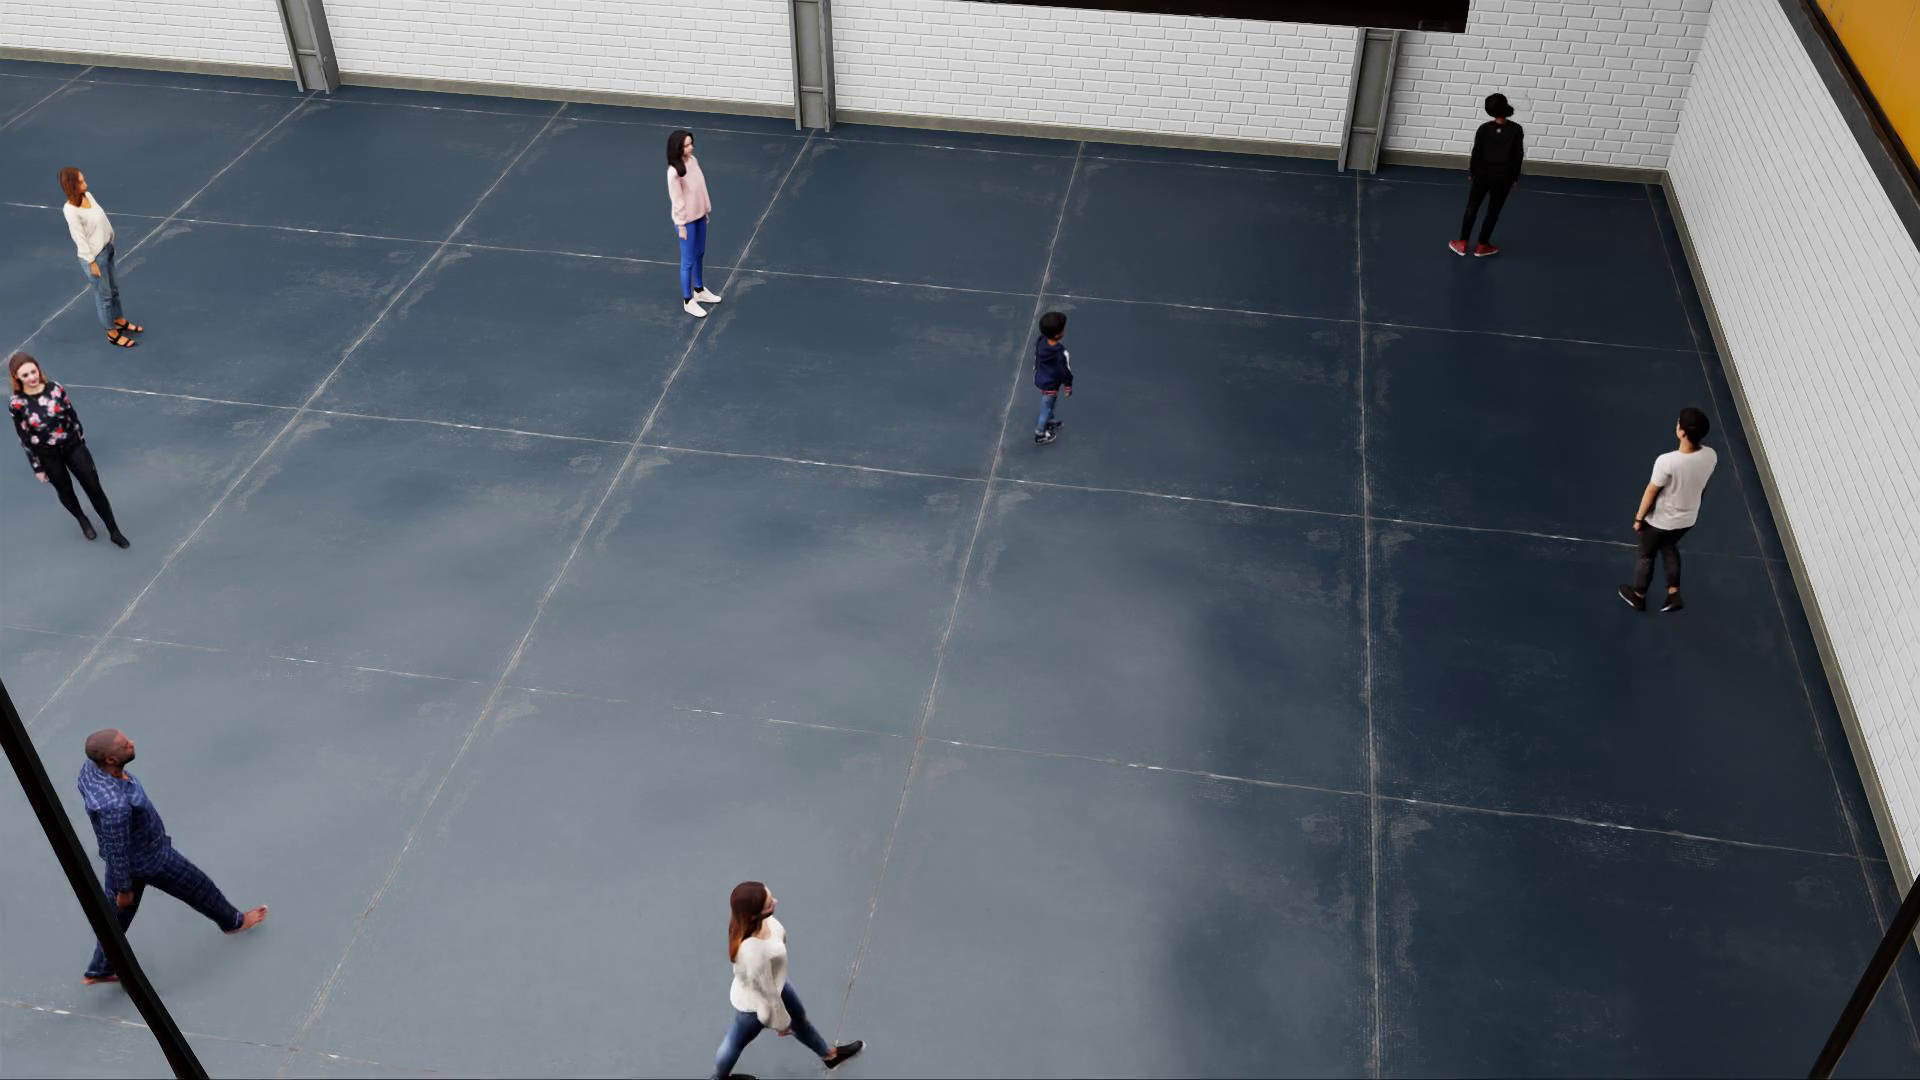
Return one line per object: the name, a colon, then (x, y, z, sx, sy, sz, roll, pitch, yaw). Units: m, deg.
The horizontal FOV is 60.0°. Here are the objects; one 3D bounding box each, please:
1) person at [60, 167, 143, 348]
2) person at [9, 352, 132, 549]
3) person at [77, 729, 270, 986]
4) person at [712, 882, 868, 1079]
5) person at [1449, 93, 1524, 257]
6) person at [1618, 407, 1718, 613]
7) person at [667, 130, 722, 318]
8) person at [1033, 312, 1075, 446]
person: (-7.638, -2.518, 14.702, 0.618, 1.680, 0.672, -2, 39, -3)
person: (-6.770, -0.697, 12.434, 0.862, 1.665, 0.944, -28, 46, -31)
person: (-4.662, 1.812, 9.217, 1.274, 1.759, 1.260, -25, 45, -28)
person: (-1.124, 2.369, 8.608, 1.163, 1.648, 0.860, -4, 39, -5)
person: (5.132, -3.471, 15.921, 0.627, 1.647, 0.794, 30, 47, 32)
person: (5.043, -0.144, 11.706, 0.830, 1.709, 0.864, -8, 39, -10)
person: (-2.458, -2.901, 15.110, 0.615, 1.770, 0.685, 14, 41, 17)
person: (0.684, -1.304, 13.558, 0.724, 1.210, 0.665, -23, 44, -26)
